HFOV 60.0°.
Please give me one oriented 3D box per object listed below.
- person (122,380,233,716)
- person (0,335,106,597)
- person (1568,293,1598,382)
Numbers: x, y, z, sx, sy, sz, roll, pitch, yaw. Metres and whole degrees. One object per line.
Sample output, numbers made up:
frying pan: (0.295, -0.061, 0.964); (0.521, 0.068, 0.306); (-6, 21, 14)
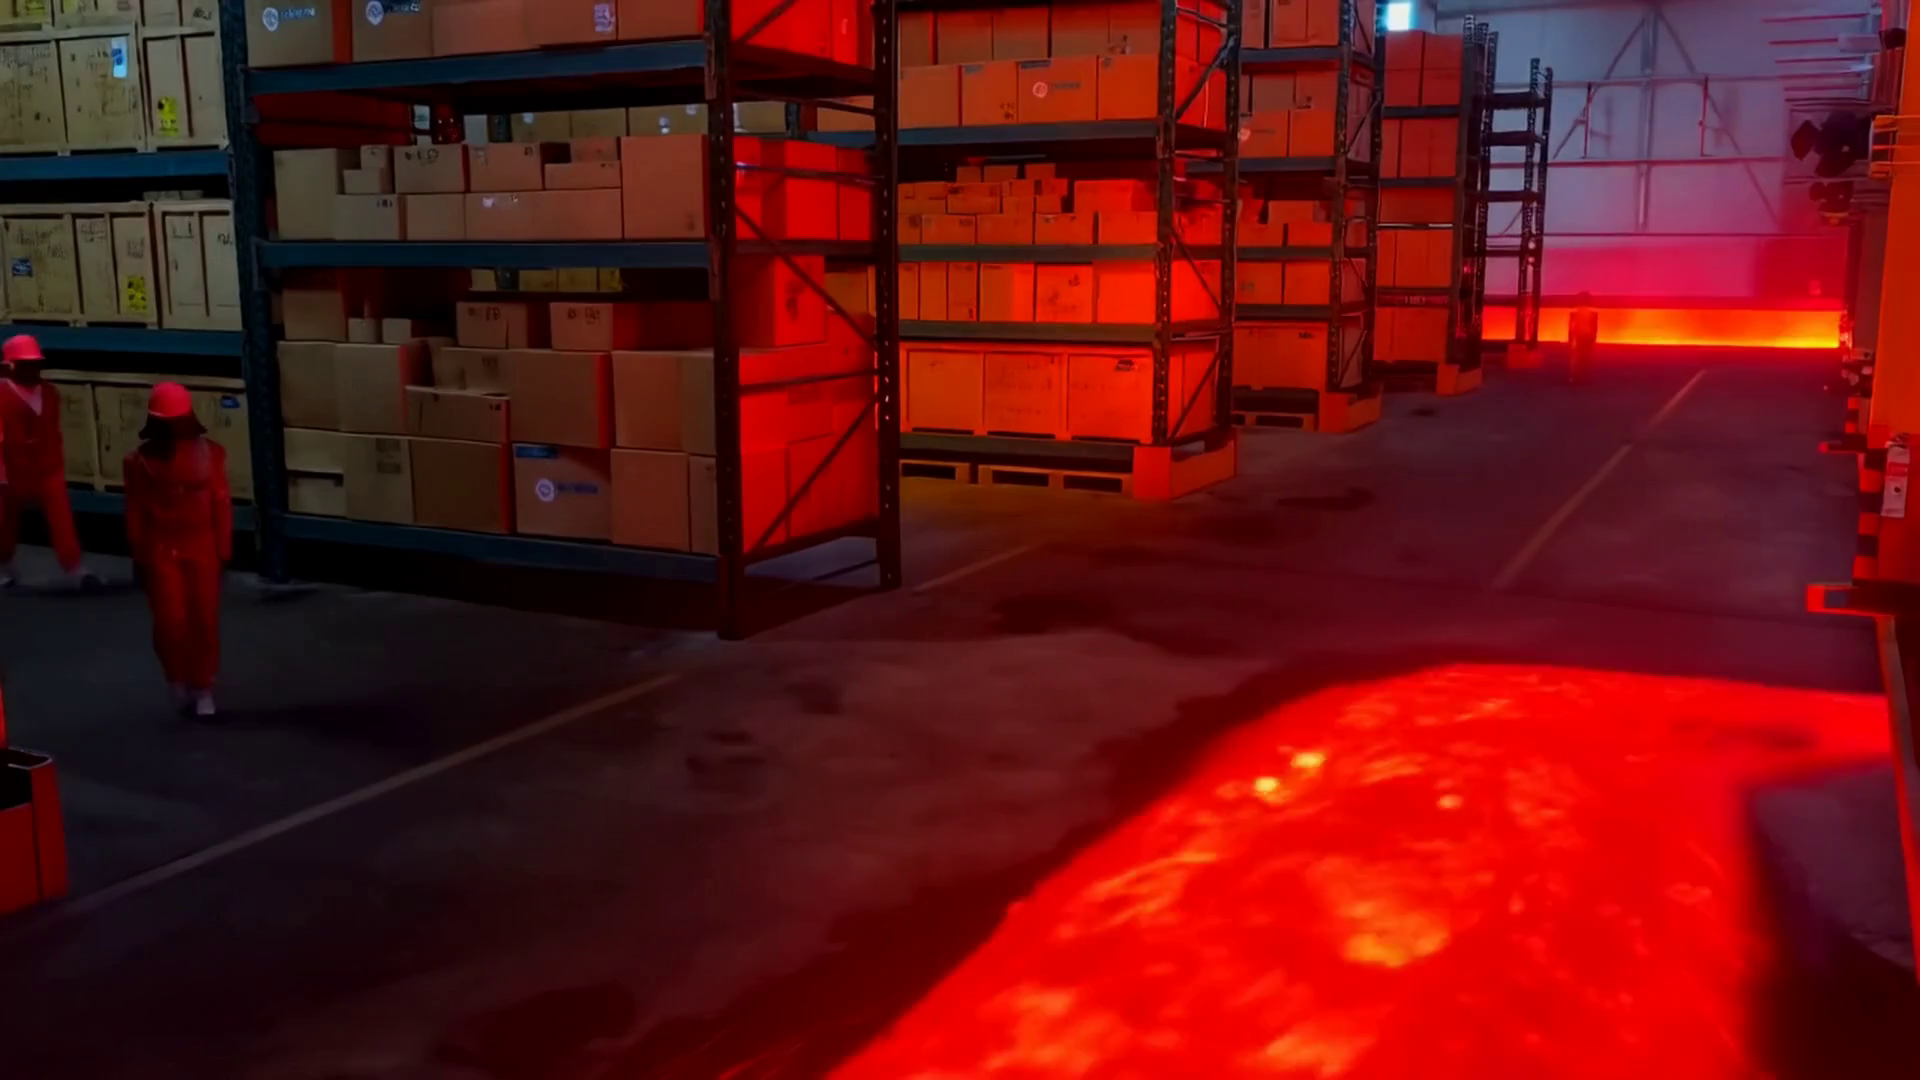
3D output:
person: (-3.913, 0.044, 8.376); (0.492, 1.717, 0.480); (-5, 11, -28)
person: (-6.258, -0.488, 11.232); (0.954, 1.781, 0.614); (5, 11, 25)
person: (11.340, -3.686, 30.281); (0.535, 1.601, 0.852); (7, 12, 35)
